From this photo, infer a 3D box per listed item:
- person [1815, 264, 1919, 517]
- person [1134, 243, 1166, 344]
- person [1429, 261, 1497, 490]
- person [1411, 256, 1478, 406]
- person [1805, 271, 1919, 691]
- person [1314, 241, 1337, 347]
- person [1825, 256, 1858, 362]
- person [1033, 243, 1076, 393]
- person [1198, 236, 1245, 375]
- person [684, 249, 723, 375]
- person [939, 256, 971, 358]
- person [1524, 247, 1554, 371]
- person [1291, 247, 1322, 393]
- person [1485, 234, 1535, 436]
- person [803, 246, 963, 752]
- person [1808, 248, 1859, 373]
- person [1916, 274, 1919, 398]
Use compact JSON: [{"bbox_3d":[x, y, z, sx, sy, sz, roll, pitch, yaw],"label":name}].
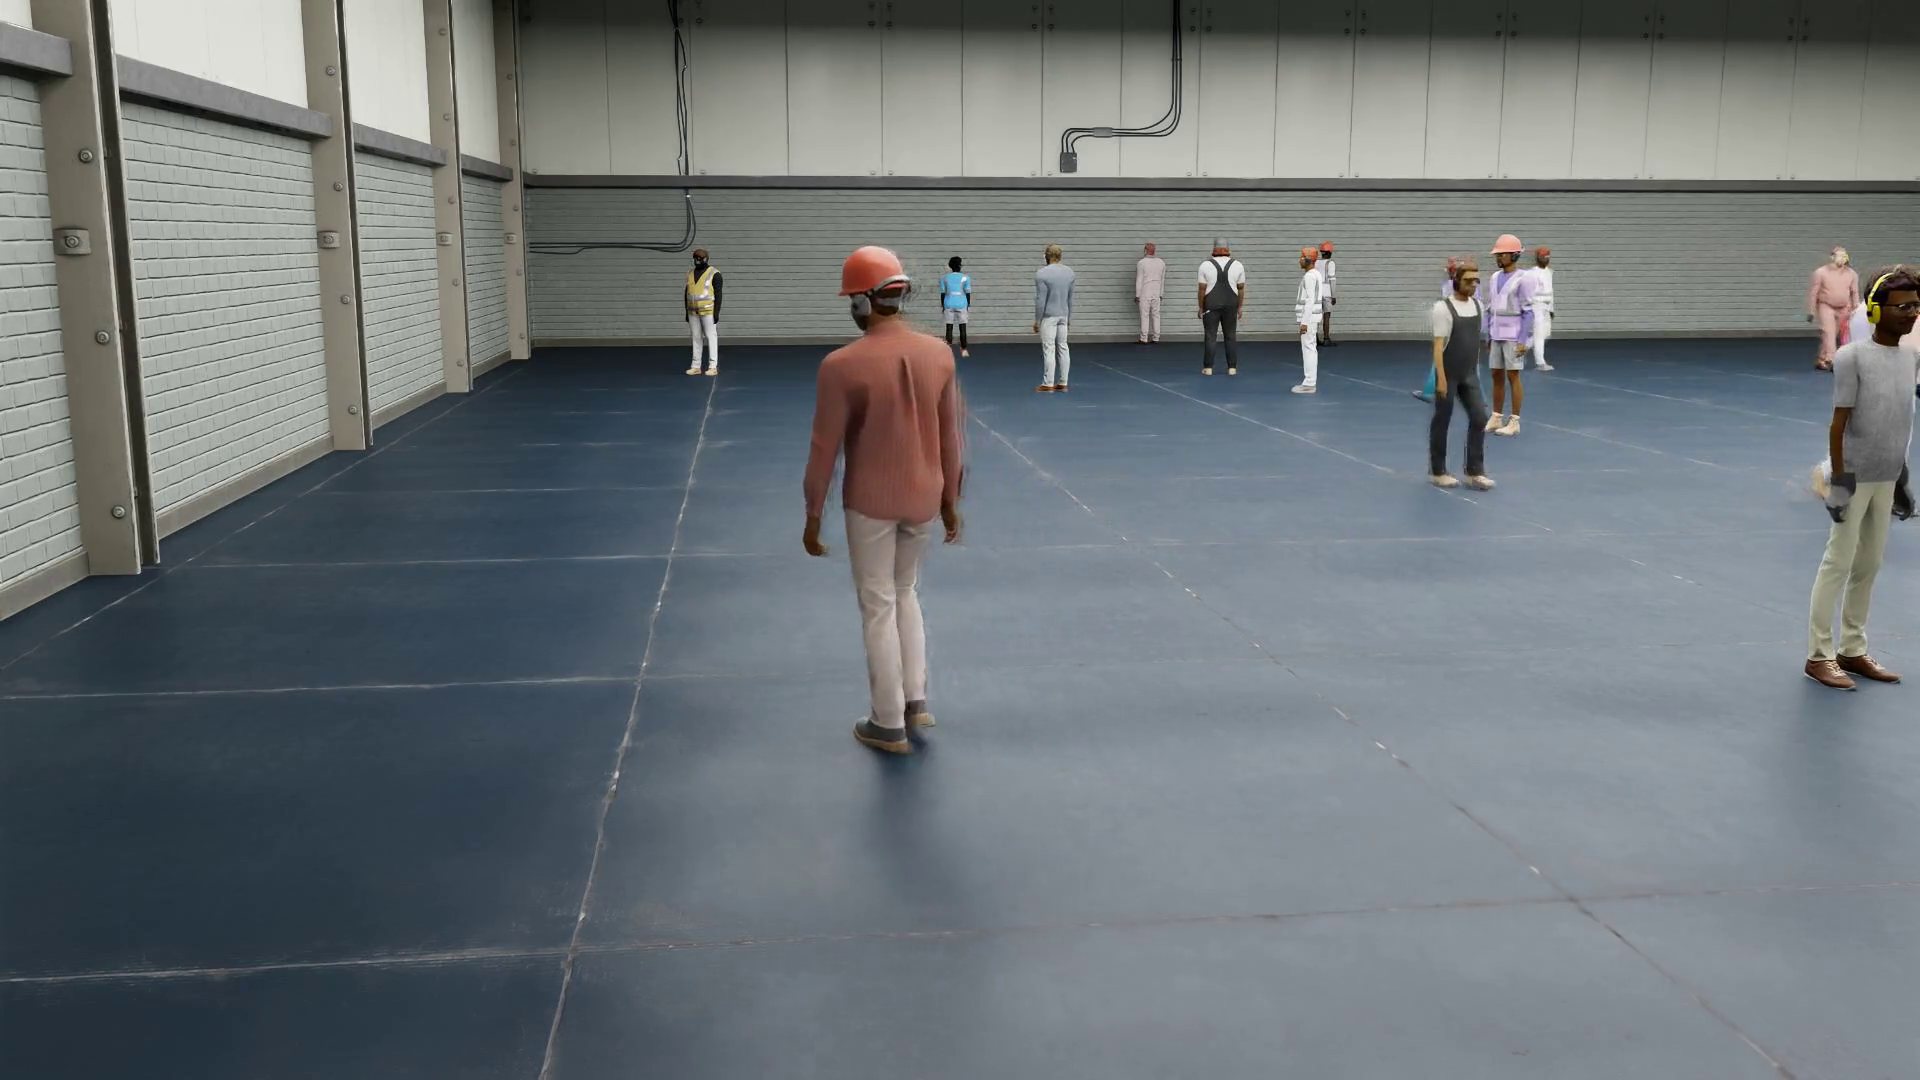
[{"bbox_3d":[6.745,-1.102,12.203,0.634,1.825,0.710,-4,11,-19],"label":"person"},{"bbox_3d":[3.555,-4.641,31.385,0.641,1.908,0.407,-6,12,-31],"label":"person"},{"bbox_3d":[4.034,-1.293,13.253,0.550,1.819,0.744,-5,11,-25],"label":"person"},{"bbox_3d":[5.940,-2.515,20.044,0.590,1.785,0.988,-7,12,-33],"label":"person"},{"bbox_3d":[4.116,-0.266,7.498,0.521,1.873,0.335,-4,11,-23],"label":"person"},{"bbox_3d":[6.740,-4.541,30.746,0.360,1.939,0.543,-8,13,-36],"label":"person"},{"bbox_3d":[14.170,-3.738,26.843,0.522,1.761,0.322,5,11,26],"label":"person"},{"bbox_3d":[1.208,-2.873,21.601,0.632,1.940,0.372,-8,13,-38],"label":"person"},{"bbox_3d":[3.830,-3.460,24.542,0.688,2.000,0.536,0,10,0],"label":"person"},{"bbox_3d":[-3.784,-3.334,24.396,0.626,1.844,0.429,5,11,25],"label":"person"},{"bbox_3d":[-0.075,-3.904,27.910,0.536,1.699,0.322,2,10,9],"label":"person"},{"bbox_3d":[8.800,-3.526,25.350,0.598,1.873,0.645,-9,14,-40],"label":"person"},{"bbox_3d":[4.530,-2.855,21.656,0.345,1.882,0.584,4,11,19],"label":"person"},{"bbox_3d":[5.563,-2.082,16.980,0.397,2.043,0.609,-4,11,-20],"label":"person"},{"bbox_3d":[-0.335,-0.154,6.563,0.653,1.980,0.523,-8,13,-36],"label":"person"},{"bbox_3d":[13.155,-3.450,24.990,0.668,1.851,0.989,-1,10,-3],"label":"person"},{"bbox_3d":[9.558,-1.832,16.643,0.531,1.673,0.816,-4,11,-22],"label":"person"}]
